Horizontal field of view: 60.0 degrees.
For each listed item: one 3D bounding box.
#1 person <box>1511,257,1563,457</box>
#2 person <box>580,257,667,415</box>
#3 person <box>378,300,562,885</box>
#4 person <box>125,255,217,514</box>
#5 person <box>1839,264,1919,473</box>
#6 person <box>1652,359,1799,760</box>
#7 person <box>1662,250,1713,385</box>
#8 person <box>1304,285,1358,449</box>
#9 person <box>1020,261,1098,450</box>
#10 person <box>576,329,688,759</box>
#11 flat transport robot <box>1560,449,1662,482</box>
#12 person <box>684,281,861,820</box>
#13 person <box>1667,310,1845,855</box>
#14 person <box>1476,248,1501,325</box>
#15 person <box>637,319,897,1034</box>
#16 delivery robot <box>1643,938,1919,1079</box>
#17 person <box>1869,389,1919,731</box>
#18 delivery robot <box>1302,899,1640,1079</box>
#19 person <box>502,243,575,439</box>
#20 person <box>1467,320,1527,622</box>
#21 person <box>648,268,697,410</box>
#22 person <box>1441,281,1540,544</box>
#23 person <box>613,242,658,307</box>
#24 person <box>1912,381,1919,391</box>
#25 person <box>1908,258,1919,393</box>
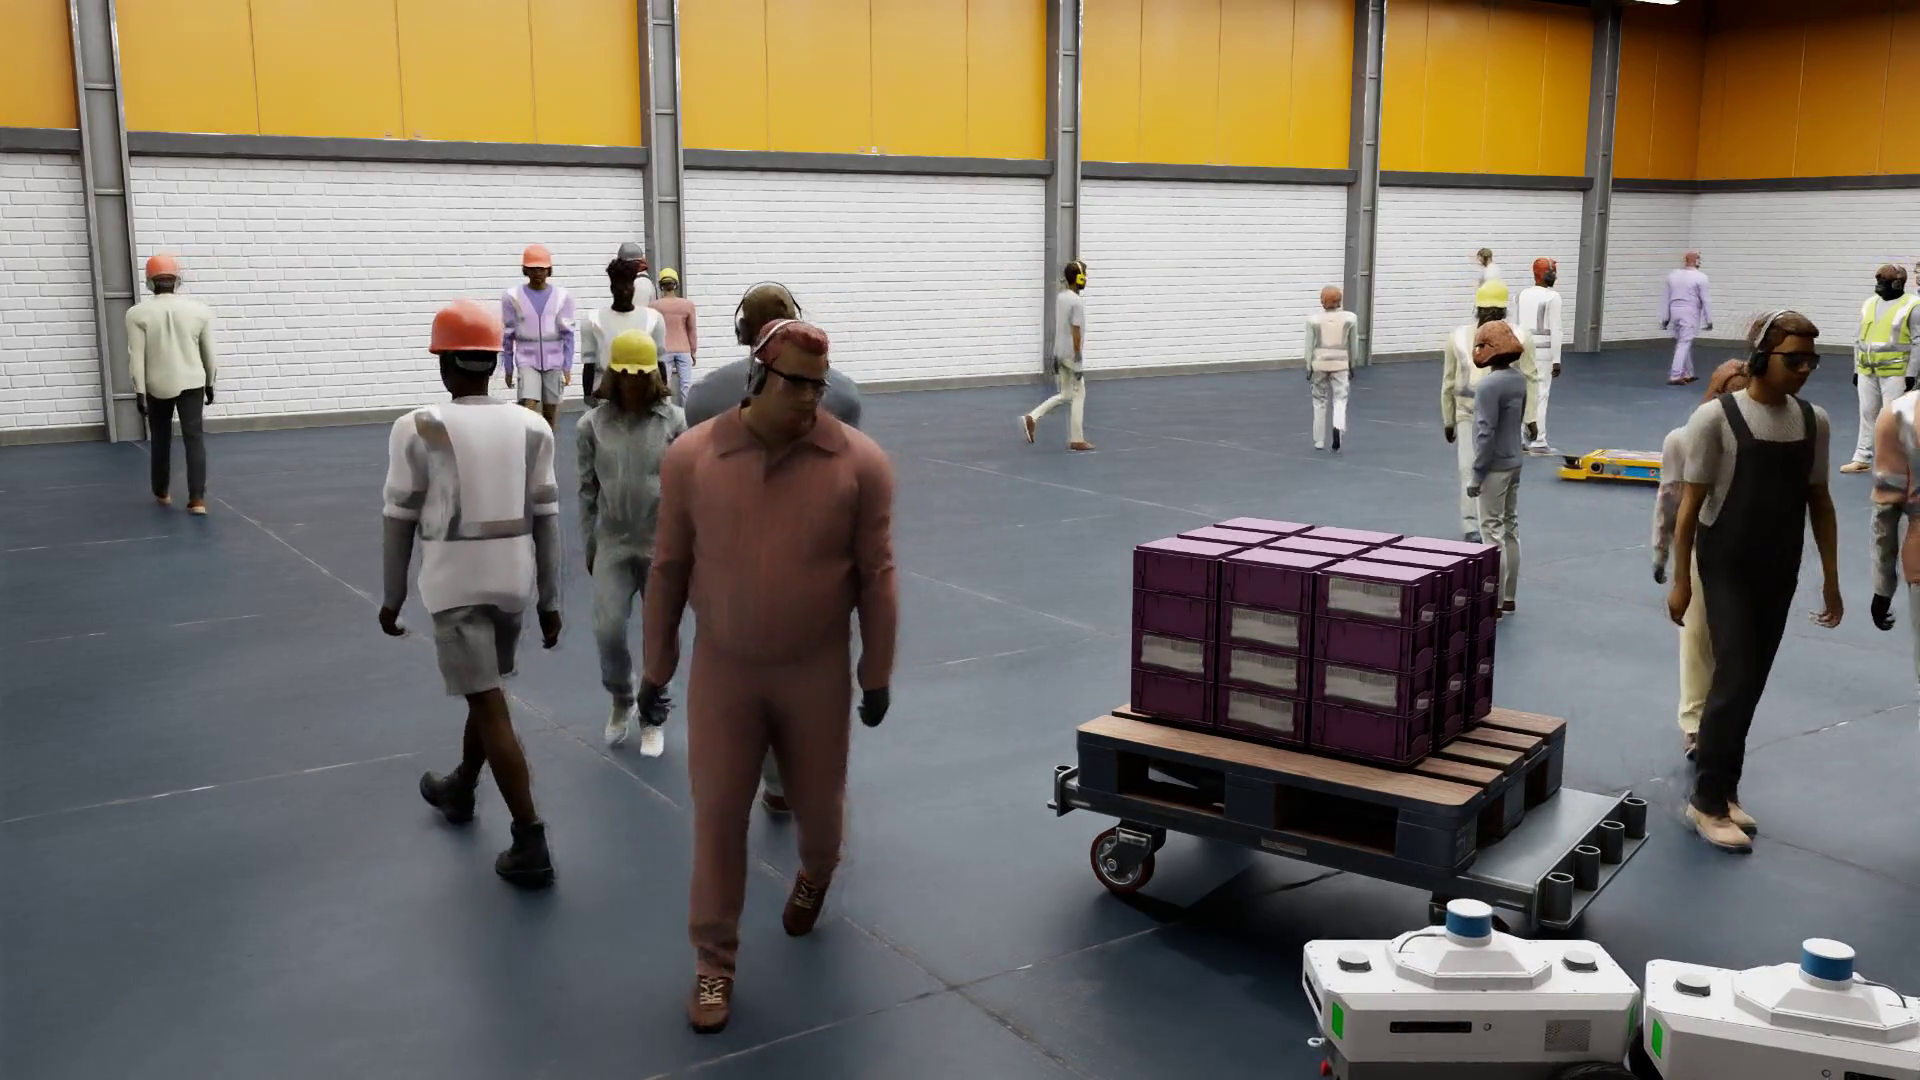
[{"bbox_3d":[5.484,-1.737,15.823,0.337,1.882,0.583,-5,11,-26],"label":"person"},{"bbox_3d":[-2.349,-1.003,11.640,0.603,1.942,0.565,-3,11,-15],"label":"person"},{"bbox_3d":[-1.609,0.151,5.532,0.548,1.881,1.050,-10,14,-44],"label":"person"},{"bbox_3d":[-5.994,-1.187,12.677,0.631,1.936,1.051,-7,13,-34],"label":"person"},{"bbox_3d":[8.022,-1.461,14.437,0.430,1.840,0.625,-4,11,-21],"label":"person"},{"bbox_3d":[3.052,0.083,6.639,0.517,1.586,0.842,3,11,16],"label":"person"},{"bbox_3d":[10.350,-3.128,23.458,0.862,1.873,0.680,-5,11,-25],"label":"person"},{"bbox_3d":[3.588,-1.655,16.098,0.518,1.618,0.583,2,11,10],"label":"person"},{"bbox_3d":[0.986,-1.773,16.122,0.697,1.854,0.523,-4,11,-20],"label":"person"},{"bbox_3d":[-1.278,0.024,6.622,0.484,1.720,0.352,-1,10,-4],"label":"person"},{"bbox_3d":[5.899,-0.611,14.077,1.431,0.197,0.652,6,12,32],"label":"flat transport robot"},{"bbox_3d":[-0.667,0.043,6.005,0.627,1.904,0.522,-3,11,-16],"label":"person"},{"bbox_3d":[2.734,0.142,5.675,0.527,1.827,0.539,-2,11,-12],"label":"person"},{"bbox_3d":[8.421,-3.661,26.356,0.559,1.902,0.829,5,12,28],"label":"person"},{"bbox_3d":[-0.535,0.319,4.608,0.729,1.872,0.787,-1,10,-3],"label":"person"},{"bbox_3d":[1.864,1.110,3.608,0.707,0.478,0.477,4,11,22],"label":"delivery robot"},{"bbox_3d":[3.445,0.109,5.679,0.646,1.885,0.653,7,12,33],"label":"person"},{"bbox_3d":[1.157,1.070,3.824,0.707,0.478,0.477,0,10,0],"label":"delivery robot"},{"bbox_3d":[-3.513,-1.464,13.959,0.602,2.013,0.715,-3,11,-18],"label":"person"},{"bbox_3d":[2.896,-0.373,9.030,0.289,1.633,0.501,9,14,40],"label":"person"},{"bbox_3d":[-2.965,-1.909,17.120,0.524,1.759,0.328,-4,11,-21],"label":"person"},{"bbox_3d":[3.526,-0.820,11.080,0.607,1.782,0.952,2,11,11],"label":"person"},{"bbox_3d":[-3.381,-2.076,17.253,0.535,2.000,0.684,-2,10,-8],"label":"person"},{"bbox_3d":[11.922,-2.492,20.175,0.679,1.812,0.597,-1,10,-5],"label":"person"},{"bbox_3d":[9.920,-1.992,17.267,0.834,1.866,0.646,1,10,4],"label":"person"}]
